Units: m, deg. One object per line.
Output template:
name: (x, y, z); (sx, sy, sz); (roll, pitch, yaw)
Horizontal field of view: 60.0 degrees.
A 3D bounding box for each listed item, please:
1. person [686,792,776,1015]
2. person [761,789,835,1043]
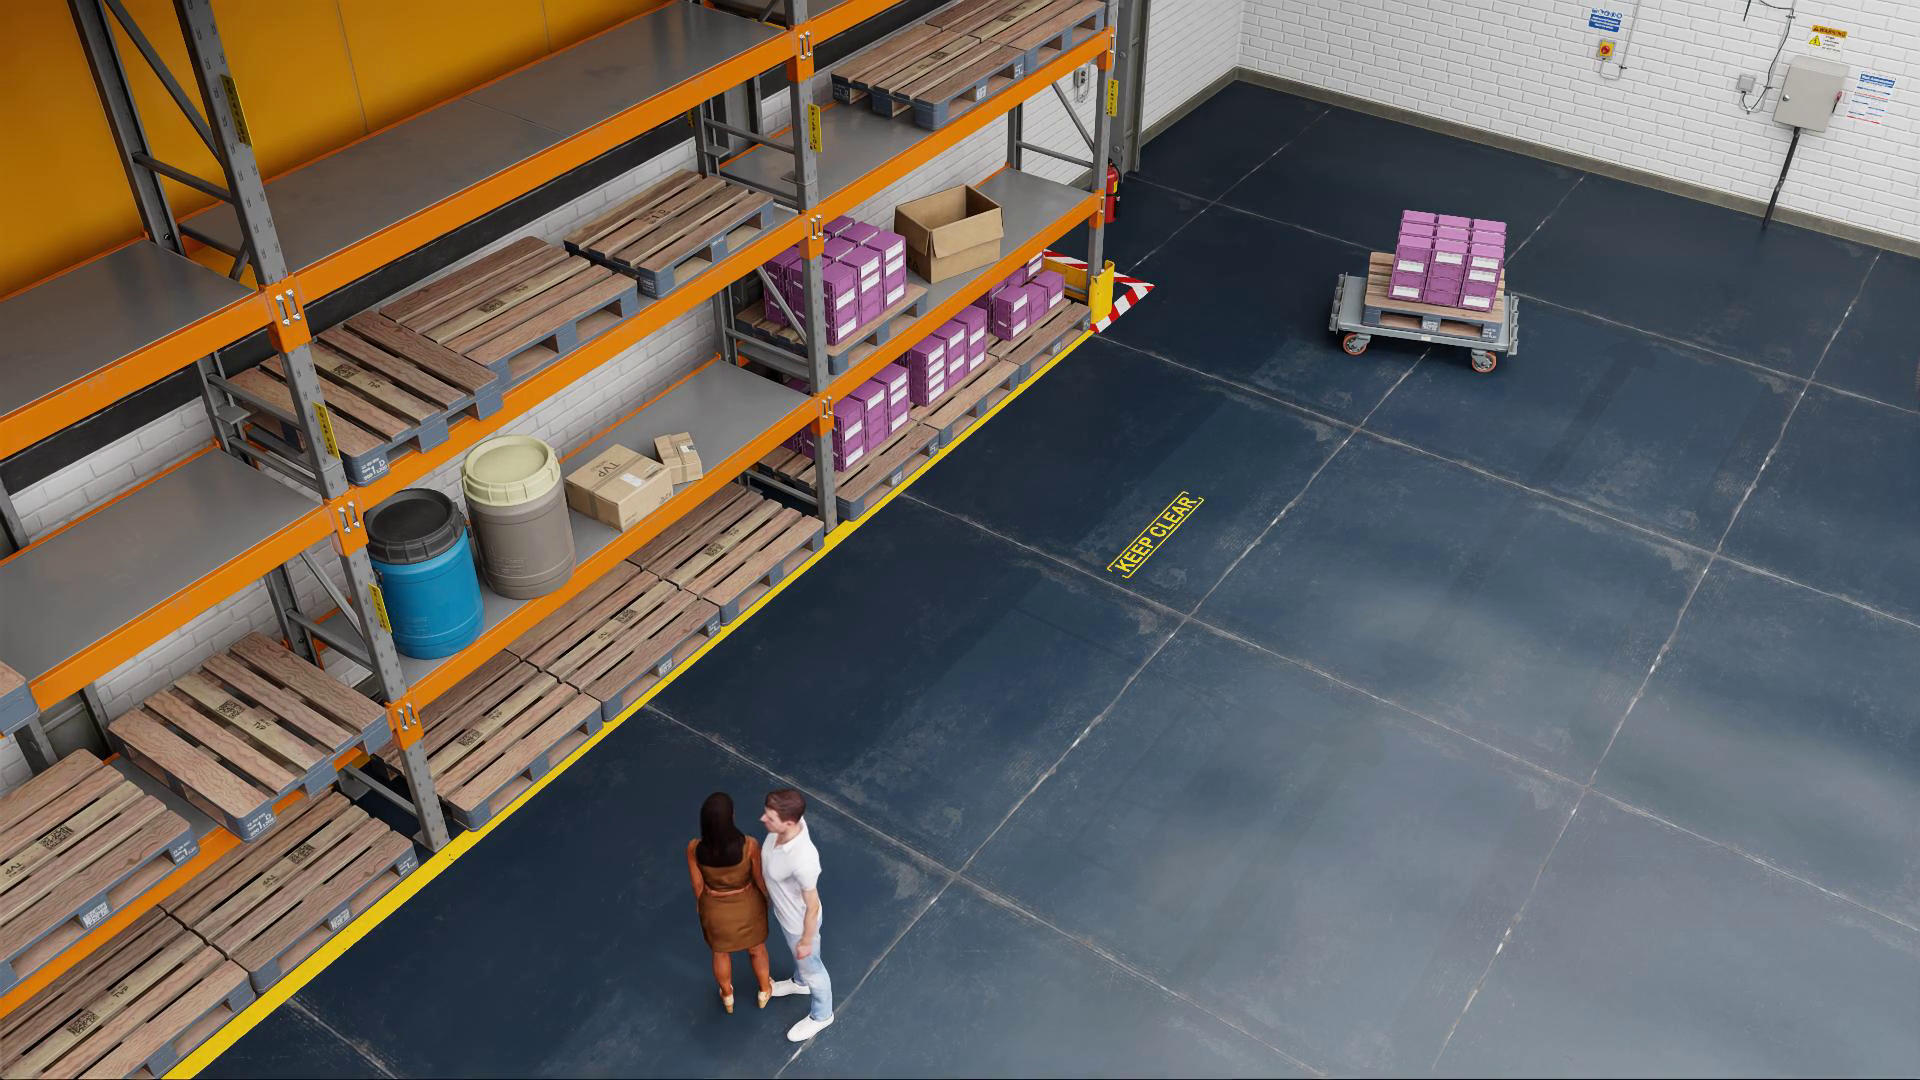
person: (-1.261, 2.028, 9.199); (0.644, 1.684, 0.691); (-3, 39, -4)
person: (-0.888, 2.013, 9.086); (0.738, 1.851, 0.732); (-14, 41, -17)
